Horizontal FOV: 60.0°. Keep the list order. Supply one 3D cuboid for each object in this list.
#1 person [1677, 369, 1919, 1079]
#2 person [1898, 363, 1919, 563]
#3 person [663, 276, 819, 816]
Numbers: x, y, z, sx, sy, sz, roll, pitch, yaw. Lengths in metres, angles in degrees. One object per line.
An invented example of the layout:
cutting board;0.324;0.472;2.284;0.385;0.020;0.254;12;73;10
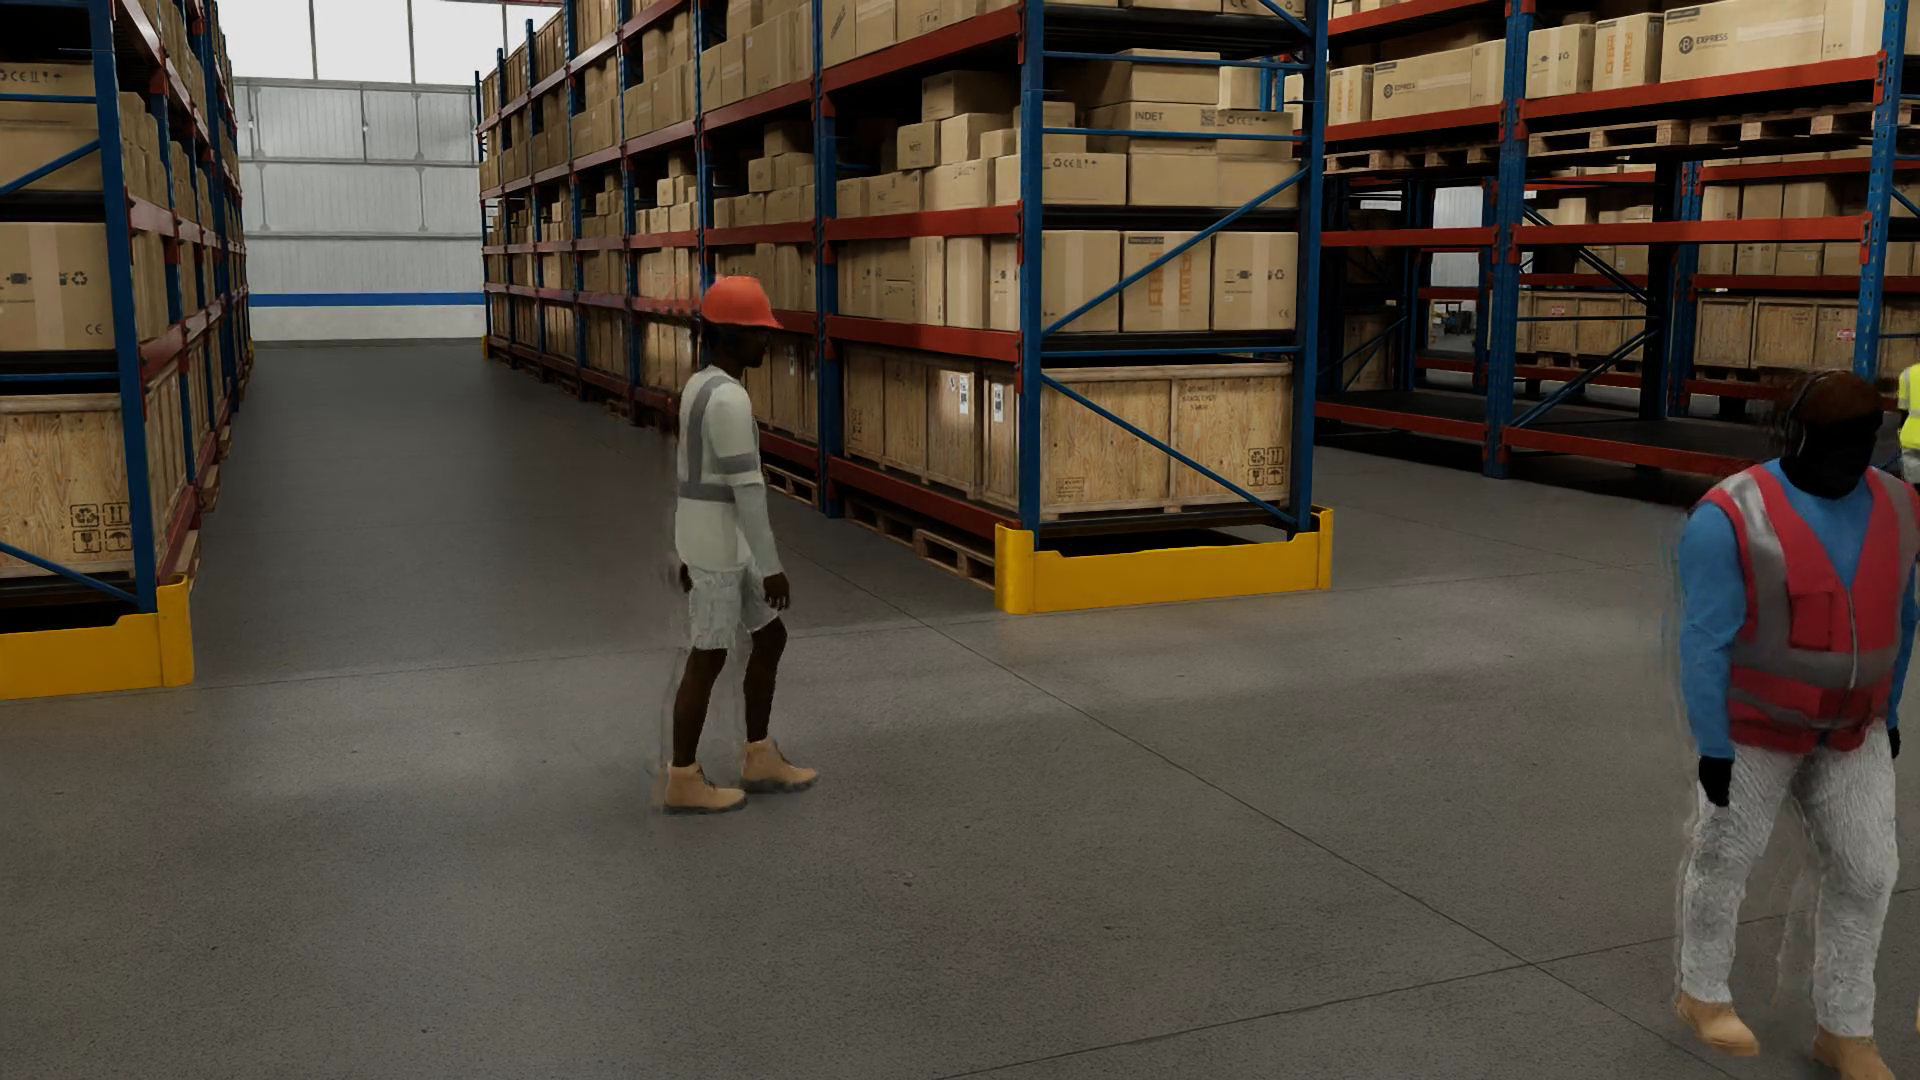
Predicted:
person;2.130;0.484;4.167;0.695;1.813;0.732;-1;10;-6
person;6.613;-0.659;11.353;0.449;1.686;0.548;-3;10;-18
person;-0.789;0.037;6.219;0.780;2.014;0.610;-2;10;-13
